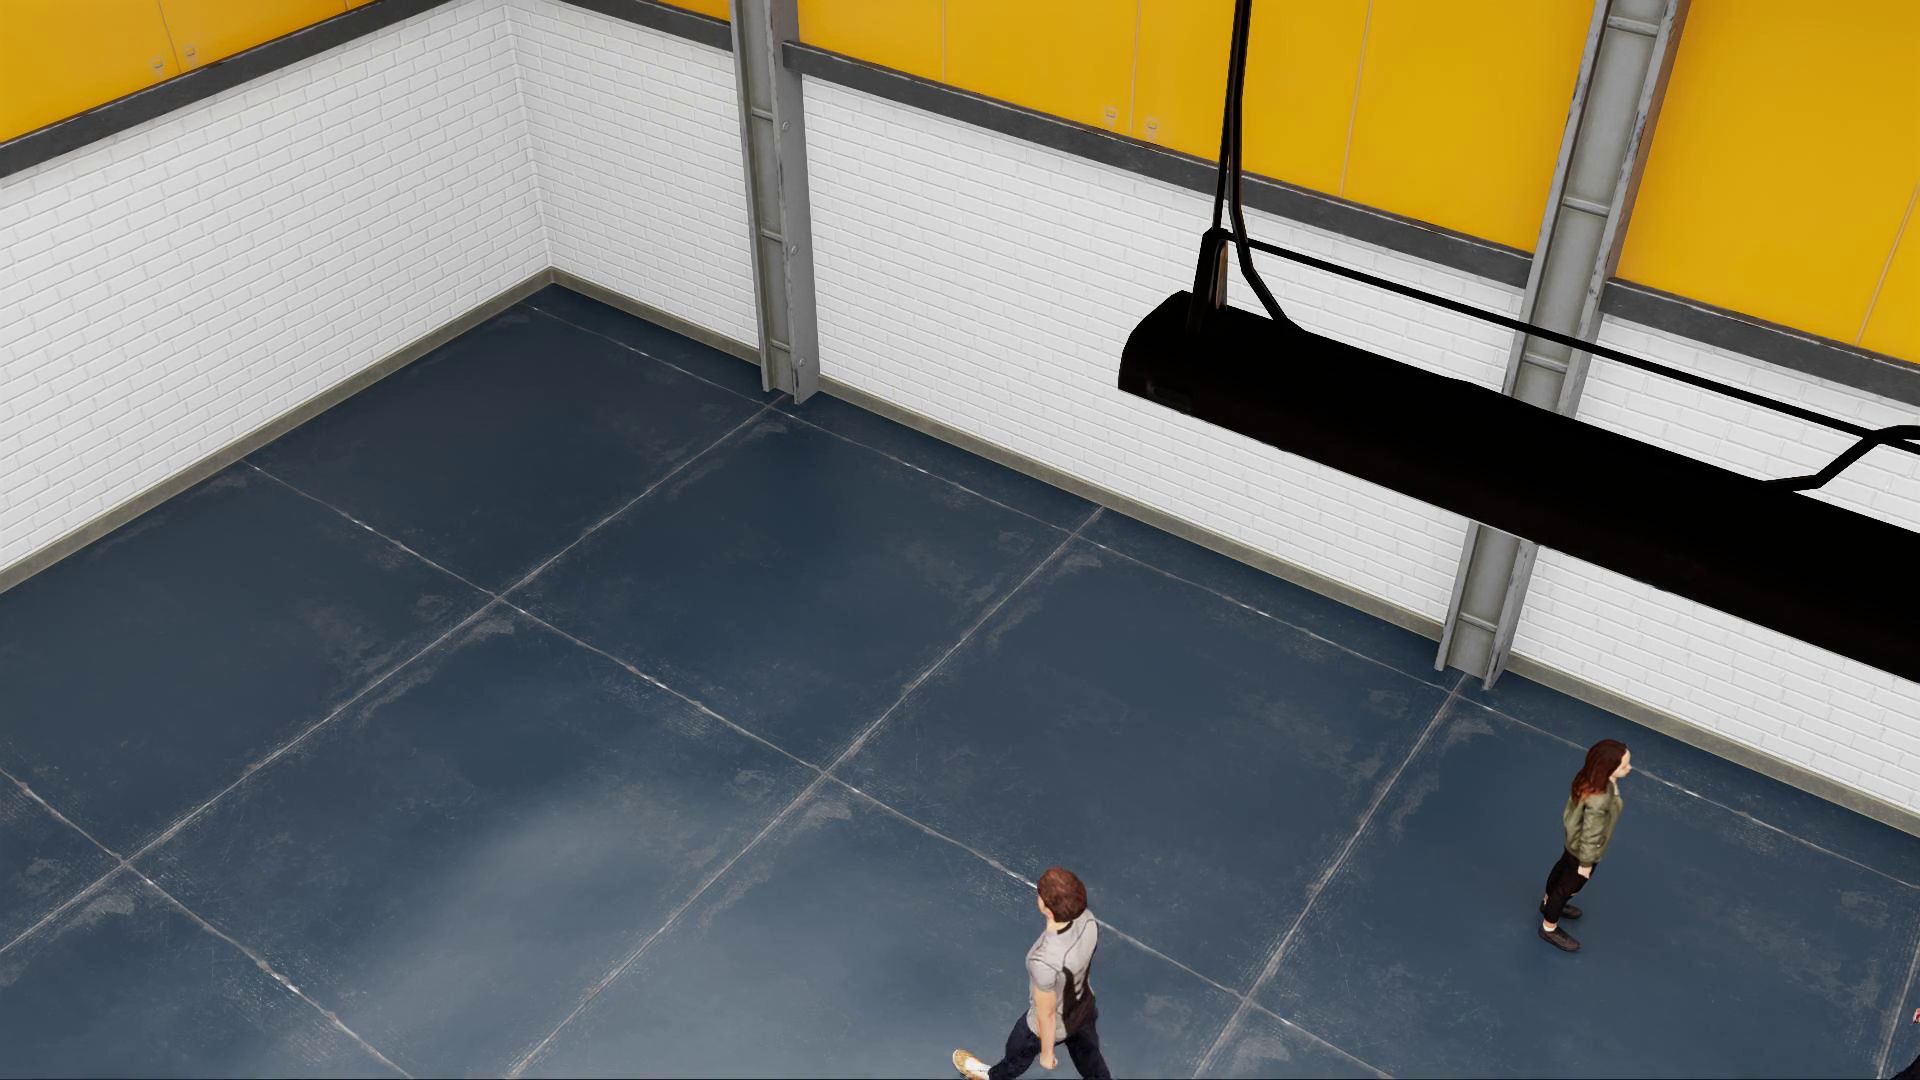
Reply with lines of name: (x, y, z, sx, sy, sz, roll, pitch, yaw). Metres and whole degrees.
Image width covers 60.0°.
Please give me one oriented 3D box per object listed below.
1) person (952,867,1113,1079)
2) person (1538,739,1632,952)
person: (0.566, 2.340, 8.070, 1.160, 1.839, 0.678, 24, 45, 27)
person: (3.458, 1.658, 9.216, 0.587, 1.475, 0.629, 13, 40, 16)
